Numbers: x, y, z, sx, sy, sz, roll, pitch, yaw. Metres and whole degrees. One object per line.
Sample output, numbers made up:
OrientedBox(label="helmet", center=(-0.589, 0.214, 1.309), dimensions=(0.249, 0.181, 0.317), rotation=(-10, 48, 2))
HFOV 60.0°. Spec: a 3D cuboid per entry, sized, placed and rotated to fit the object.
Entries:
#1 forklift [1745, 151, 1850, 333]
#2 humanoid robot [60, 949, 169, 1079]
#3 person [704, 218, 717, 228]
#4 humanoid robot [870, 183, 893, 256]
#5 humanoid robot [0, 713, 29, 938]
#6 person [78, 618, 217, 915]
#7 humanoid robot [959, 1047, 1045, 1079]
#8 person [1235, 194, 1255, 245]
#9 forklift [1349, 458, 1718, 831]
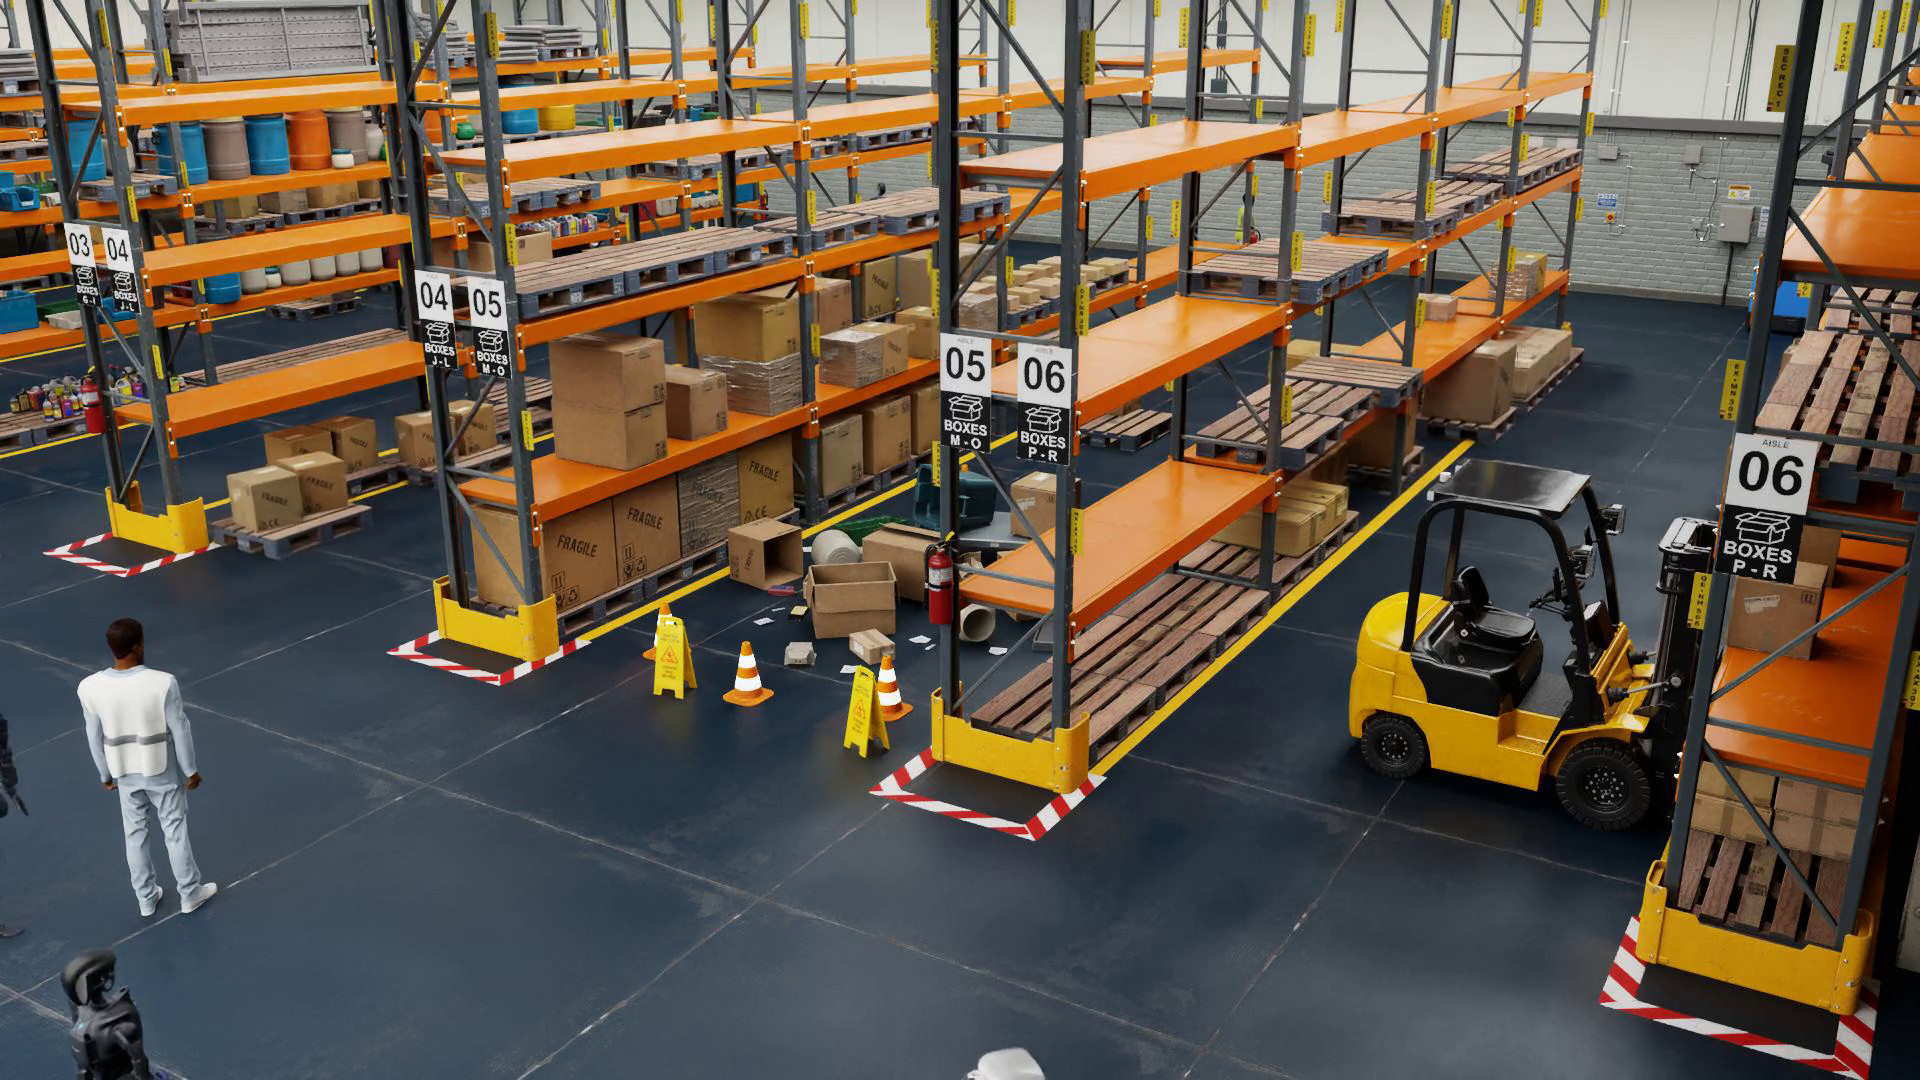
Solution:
OrientedBox(label="forklift", center=(13.620, -4.667, 26.137), dimensions=(1.873, 2.768, 1.129), rotation=(11, 22, 29))
OrientedBox(label="humanoid robot", center=(-3.599, 2.503, 7.232), dimensions=(0.590, 1.646, 0.355), rotation=(12, 22, 31))
OrientedBox(label="person", center=(-5.239, -7.063, 34.869), dimensions=(0.489, 1.688, 0.352), rotation=(-6, 20, -17))
OrientedBox(label="humanoid robot", center=(-1.499, -6.007, 31.833), dimensions=(0.609, 1.642, 0.462), rotation=(-10, 21, -26))
OrientedBox(label="humanoid robot", center=(-5.881, 1.587, 9.923), dimensions=(0.600, 1.639, 0.612), rotation=(9, 21, 24))
OrientedBox(label="person", center=(-4.935, 1.390, 10.084), dimensions=(0.587, 1.913, 0.392), rotation=(-1, 19, -4))
OrientedBox(label="humanoid robot", center=(0.385, 2.717, 6.524), dimensions=(0.774, 1.789, 0.533), rotation=(-11, 22, -29))
OrientedBox(label="person", center=(5.203, -5.514, 30.384), dimensions=(0.320, 1.683, 0.538), rotation=(-1, 19, -3))
OrientedBox(label="forklift", center=(3.988, 0.658, 11.776), dimensions=(2.313, 2.155, 1.214), rotation=(11, 22, 29))
